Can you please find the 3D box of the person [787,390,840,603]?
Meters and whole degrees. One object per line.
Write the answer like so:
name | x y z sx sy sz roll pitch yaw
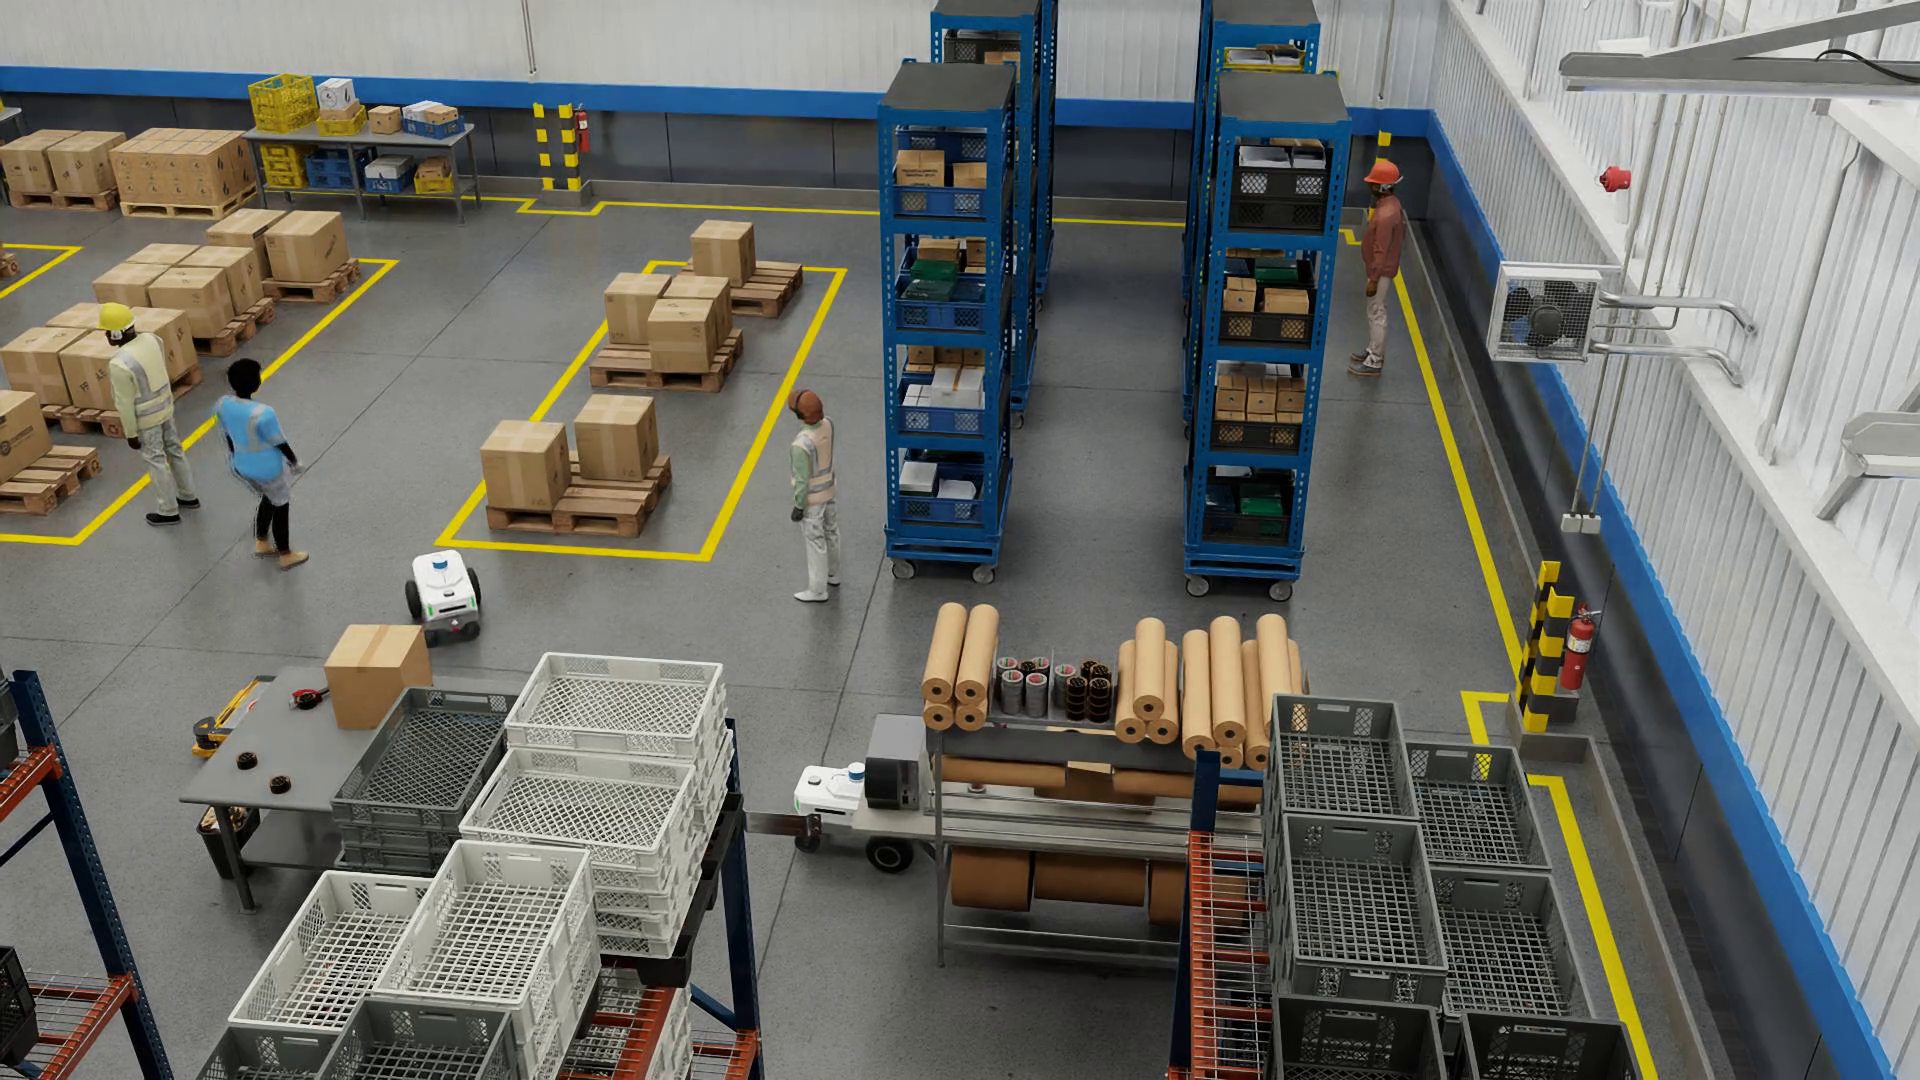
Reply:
person | -1.037 -0.318 11.841 0.311 1.639 0.514 12 32 19

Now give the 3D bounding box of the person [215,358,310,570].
person | -5.086 -0.554 12.200 0.550 1.684 0.404 17 34 27

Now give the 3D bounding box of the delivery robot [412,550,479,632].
delivery robot | -3.624 0.339 11.694 0.477 0.478 0.707 -13 33 -21

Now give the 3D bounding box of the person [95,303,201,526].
person | -6.255 -0.971 12.784 0.403 1.827 0.595 4 30 6

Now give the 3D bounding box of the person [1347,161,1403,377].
person | 3.813 -2.493 15.243 0.409 1.986 0.618 8 31 14

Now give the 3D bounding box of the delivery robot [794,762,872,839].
delivery robot | -0.594 1.514 9.675 0.707 0.478 0.477 6 31 10
